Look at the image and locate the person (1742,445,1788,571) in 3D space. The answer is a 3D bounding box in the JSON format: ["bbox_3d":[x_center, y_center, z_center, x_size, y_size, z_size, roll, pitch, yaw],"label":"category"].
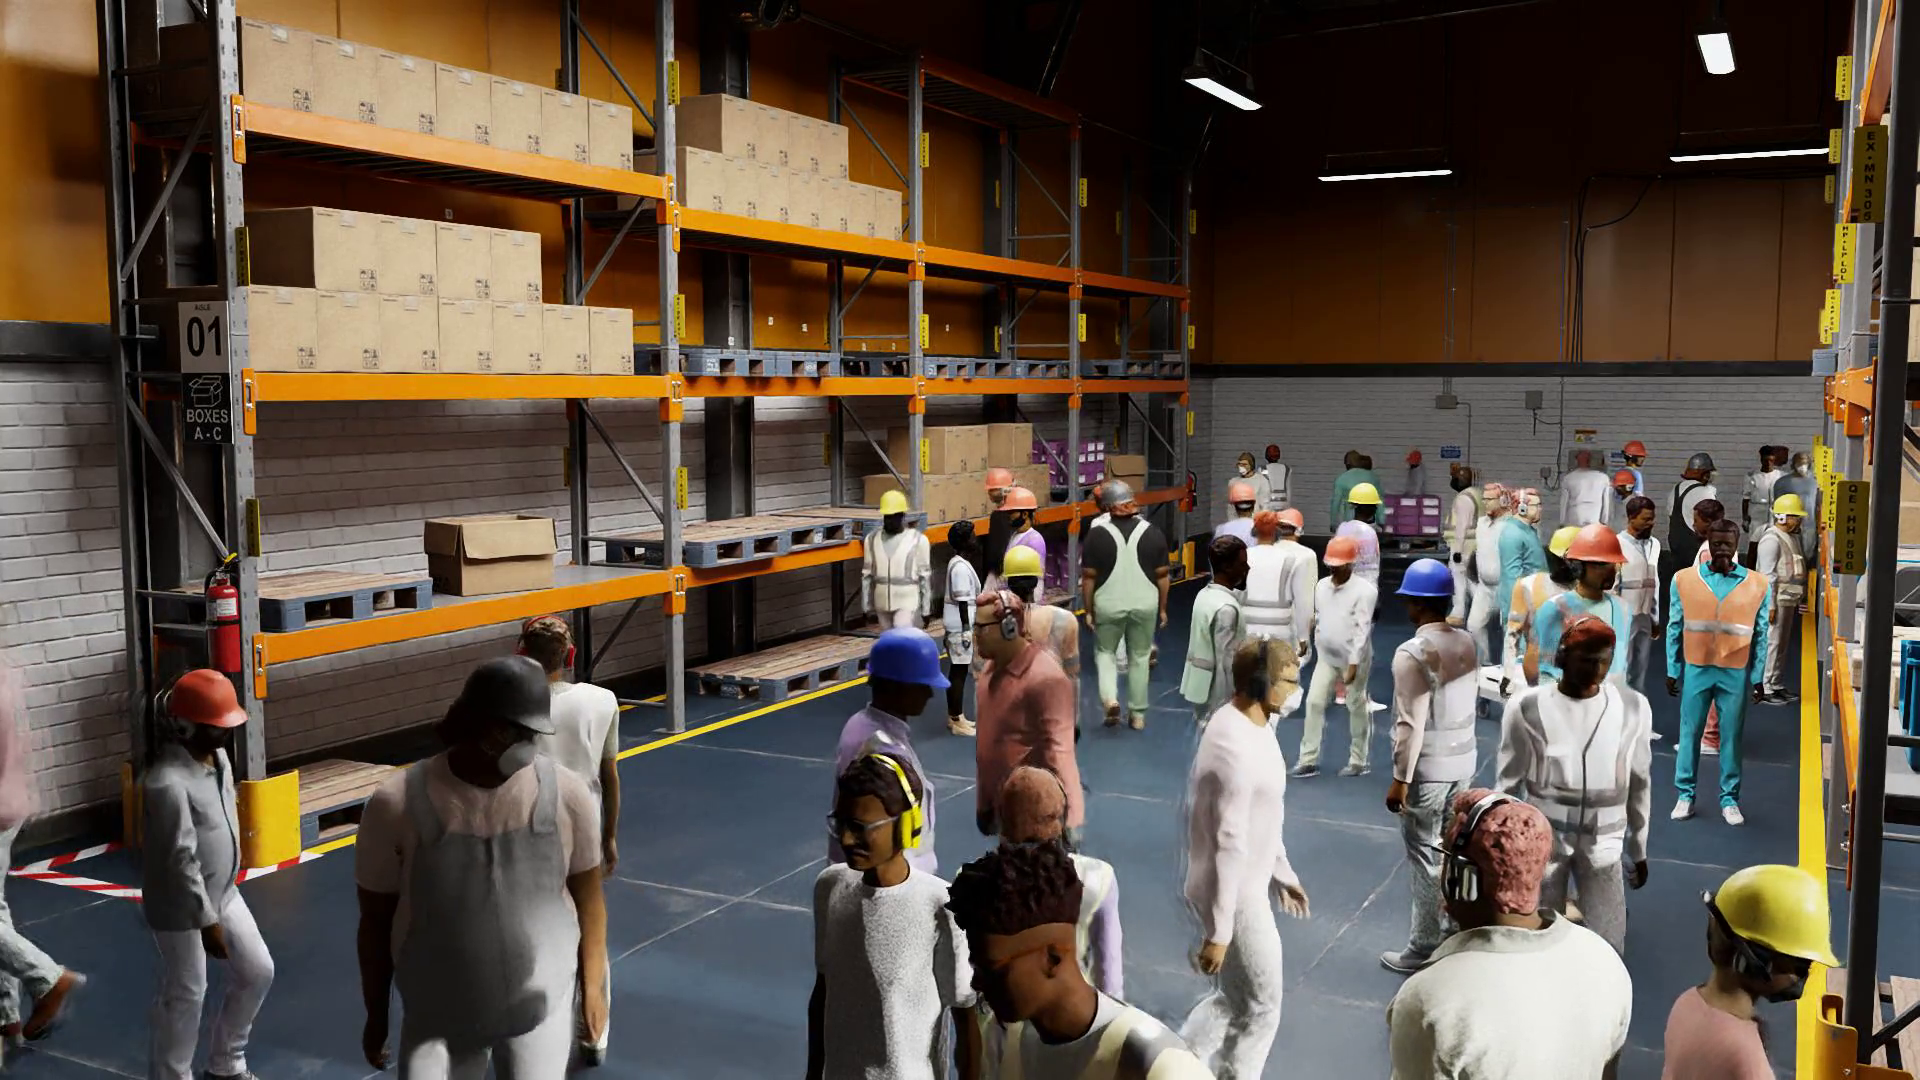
[{"bbox_3d":[10.868,-0.307,22.452,0.599,1.958,0.371,1,5,11],"label":"person"}]

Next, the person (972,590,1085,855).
[{"bbox_3d":[0.238,1.150,7.191,0.691,1.871,0.663,-2,6,-21],"label":"person"}]

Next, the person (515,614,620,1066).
[{"bbox_3d":[-1.621,1.216,6.624,0.563,1.847,0.390,-3,6,-33],"label":"person"}]

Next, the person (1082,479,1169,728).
[{"bbox_3d":[1.314,0.506,13.233,0.701,2.000,0.596,0,5,-2],"label":"person"}]

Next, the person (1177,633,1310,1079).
[{"bbox_3d":[0.890,1.270,5.842,0.651,1.911,0.644,1,5,12],"label":"person"}]

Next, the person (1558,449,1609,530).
[{"bbox_3d":[8.366,-0.271,22.342,0.664,1.894,0.514,0,5,5],"label":"person"}]

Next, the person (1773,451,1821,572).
[{"bbox_3d":[10.850,-0.198,21.513,0.637,1.914,0.873,2,6,18],"label":"person"}]

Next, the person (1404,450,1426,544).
[{"bbox_3d":[7.396,-0.609,27.039,0.346,1.705,0.646,0,5,3],"label":"person"}]

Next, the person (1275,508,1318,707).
[{"bbox_3d":[2.730,0.597,13.941,0.574,1.723,0.540,5,7,45],"label":"person"}]

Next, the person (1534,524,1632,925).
[{"bbox_3d":[3.232,0.938,8.559,0.608,2.047,0.366,-3,6,-29],"label":"person"}]

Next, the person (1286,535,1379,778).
[{"bbox_3d":[2.582,0.828,11.530,0.759,1.710,0.552,-4,7,-39],"label":"person"}]

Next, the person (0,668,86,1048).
[{"bbox_3d":[-3.985,1.163,6.808,0.501,1.917,0.665,-3,6,-31],"label":"person"}]

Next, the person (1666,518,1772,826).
[{"bbox_3d":[4.768,0.821,10.486,0.592,1.922,0.392,2,6,22],"label":"person"}]

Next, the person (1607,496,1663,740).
[{"bbox_3d":[5.181,0.609,12.856,0.598,1.908,0.410,-3,6,-33],"label":"person"}]

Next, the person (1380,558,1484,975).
[{"bbox_3d":[2.197,1.058,7.784,0.608,1.946,0.406,-5,7,-42],"label":"person"}]

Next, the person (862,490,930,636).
[{"bbox_3d":[-0.514,0.514,13.945,0.598,1.899,0.882,2,6,22],"label":"person"}]

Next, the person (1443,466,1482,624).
[{"bbox_3d":[5.781,0.068,19.056,0.482,1.829,0.649,3,6,26],"label":"person"}]

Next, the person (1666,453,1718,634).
[{"bbox_3d":[8.035,0.050,18.134,0.536,2.000,0.683,-1,5,-10],"label":"person"}]

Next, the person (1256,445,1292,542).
[{"bbox_3d":[4.660,-0.480,24.752,0.568,1.878,0.351,-1,5,-10],"label":"person"}]

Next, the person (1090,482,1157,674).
[{"bbox_3d":[1.527,0.375,15.680,0.629,1.851,0.600,-4,7,-36],"label":"person"}]

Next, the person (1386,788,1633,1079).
[{"bbox_3d":[1.106,1.474,3.537,0.639,1.908,0.409,-3,6,-33],"label":"person"}]

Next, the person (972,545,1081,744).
[{"bbox_3d":[0.358,0.969,9.093,0.587,1.889,0.947,1,5,7],"label":"person"}]

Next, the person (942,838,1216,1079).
[{"bbox_3d":[0.294,1.506,3.169,0.758,1.906,0.643,-3,6,-29],"label":"person"}]

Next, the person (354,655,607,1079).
[{"bbox_3d":[-1.351,1.288,4.820,0.706,2.000,0.886,-2,6,-24],"label":"person"}]

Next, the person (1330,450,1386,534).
[{"bbox_3d":[5.211,-0.232,21.873,0.690,1.904,0.656,-2,6,-18],"label":"person"}]

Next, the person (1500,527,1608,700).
[{"bbox_3d":[3.773,0.844,10.538,0.594,1.861,1.046,3,6,30],"label":"person"}]

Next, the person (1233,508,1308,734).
[{"bbox_3d":[2.239,0.694,12.218,0.601,1.861,0.763,2,6,18],"label":"person"}]

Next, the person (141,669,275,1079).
[{"bbox_3d":[-2.772,1.320,6.127,0.502,1.723,0.576,0,5,0],"label":"person"}]

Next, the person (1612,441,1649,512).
[{"bbox_3d":[8.641,-0.257,21.431,0.396,2.042,0.610,0,5,-3],"label":"person"}]

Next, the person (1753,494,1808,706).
[{"bbox_3d":[7.088,0.510,14.356,0.403,1.823,0.597,5,7,43],"label":"person"}]

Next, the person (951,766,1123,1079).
[{"bbox_3d":[0.225,1.478,4.914,0.514,1.640,0.310,0,5,-2],"label":"person"}]

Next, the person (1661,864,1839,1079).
[{"bbox_3d":[1.598,1.550,3.569,0.463,1.743,0.589,2,6,17],"label":"person"}]

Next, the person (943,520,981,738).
[{"bbox_3d":[0.023,0.690,13.065,0.317,1.700,0.539,0,5,-5],"label":"person"}]

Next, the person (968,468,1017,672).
[{"bbox_3d":[0.318,0.312,15.675,0.764,1.969,0.618,-3,6,-26],"label":"person"}]

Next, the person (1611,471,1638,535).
[{"bbox_3d":[7.897,0.046,19.790,0.345,1.740,0.565,0,5,4],"label":"person"}]

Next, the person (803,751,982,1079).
[{"bbox_3d":[-0.194,1.441,4.101,0.531,1.867,0.317,4,6,33],"label":"person"}]

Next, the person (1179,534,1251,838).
[{"bbox_3d":[1.449,0.923,9.396,0.397,1.919,0.590,0,5,-3],"label":"person"}]

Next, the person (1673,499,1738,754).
[{"bbox_3d":[5.641,0.645,12.467,0.409,1.906,0.602,4,7,36],"label":"person"}]

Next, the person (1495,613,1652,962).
[{"bbox_3d":[2.392,1.219,6.477,0.612,1.863,0.624,1,5,9],"label":"person"}]

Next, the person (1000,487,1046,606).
[{"bbox_3d":[0.490,0.546,13.351,0.354,1.939,0.544,-2,6,-20],"label":"person"}]

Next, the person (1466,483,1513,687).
[{"bbox_3d":[4.788,0.433,14.882,0.634,1.884,0.681,-2,6,-25],"label":"person"}]

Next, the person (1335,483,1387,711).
[{"bbox_3d":[3.392,0.479,14.124,0.379,1.928,0.585,-1,6,-15],"label":"person"}]

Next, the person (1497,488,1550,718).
[{"bbox_3d":[4.646,0.526,13.711,0.410,1.913,0.643,3,6,26],"label":"person"}]

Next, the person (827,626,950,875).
[{"bbox_3d":[-0.250,1.254,5.791,0.419,1.932,0.622,-1,5,-14],"label":"person"}]

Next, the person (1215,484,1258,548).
[{"bbox_3d":[2.546,0.443,14.803,0.554,1.877,0.992,3,6,26],"label":"person"}]

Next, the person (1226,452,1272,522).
[{"bbox_3d":[3.585,-0.129,20.692,0.623,1.932,0.367,5,7,43],"label":"person"}]
